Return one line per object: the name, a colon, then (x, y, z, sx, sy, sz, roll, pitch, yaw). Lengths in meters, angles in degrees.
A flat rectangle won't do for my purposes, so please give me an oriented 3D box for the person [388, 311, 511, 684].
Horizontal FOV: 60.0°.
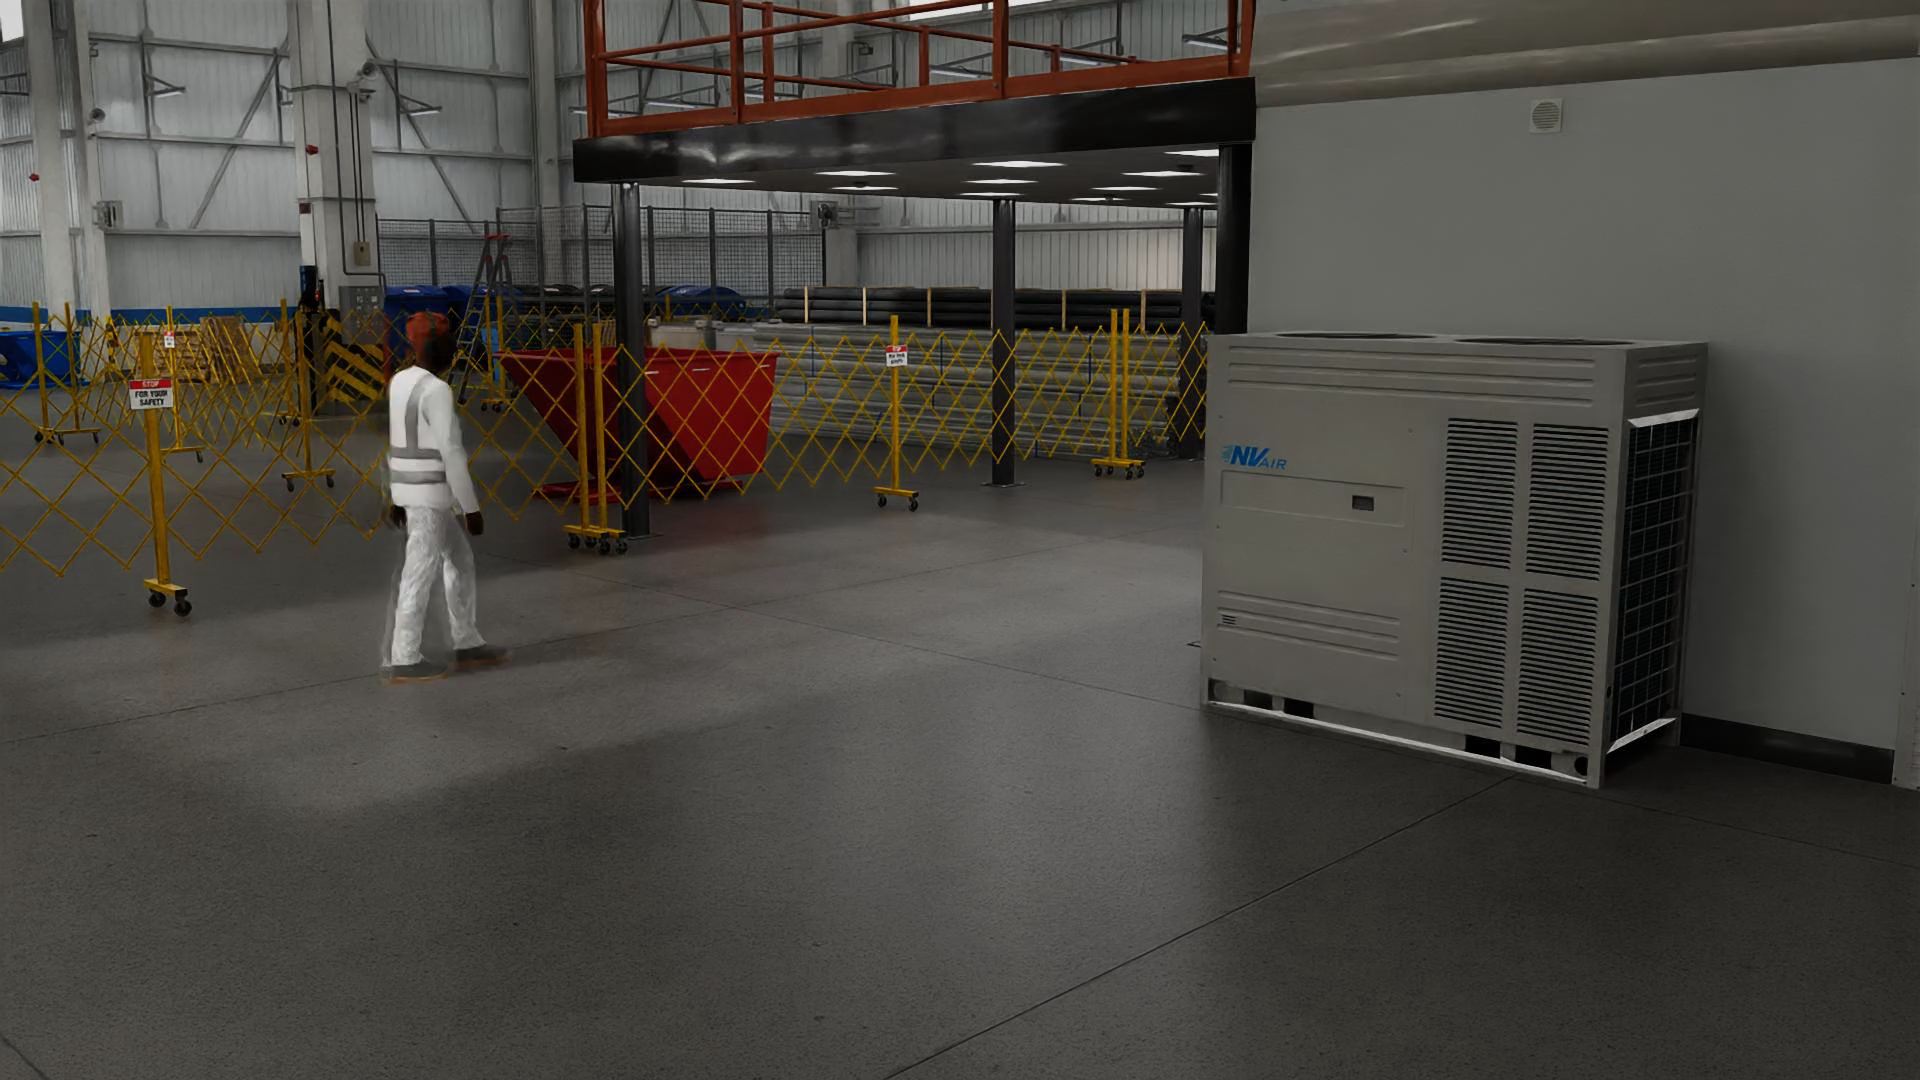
person: (-2.552, -0.212, 8.365, 0.792, 1.851, 0.596, -6, 11, -34)
